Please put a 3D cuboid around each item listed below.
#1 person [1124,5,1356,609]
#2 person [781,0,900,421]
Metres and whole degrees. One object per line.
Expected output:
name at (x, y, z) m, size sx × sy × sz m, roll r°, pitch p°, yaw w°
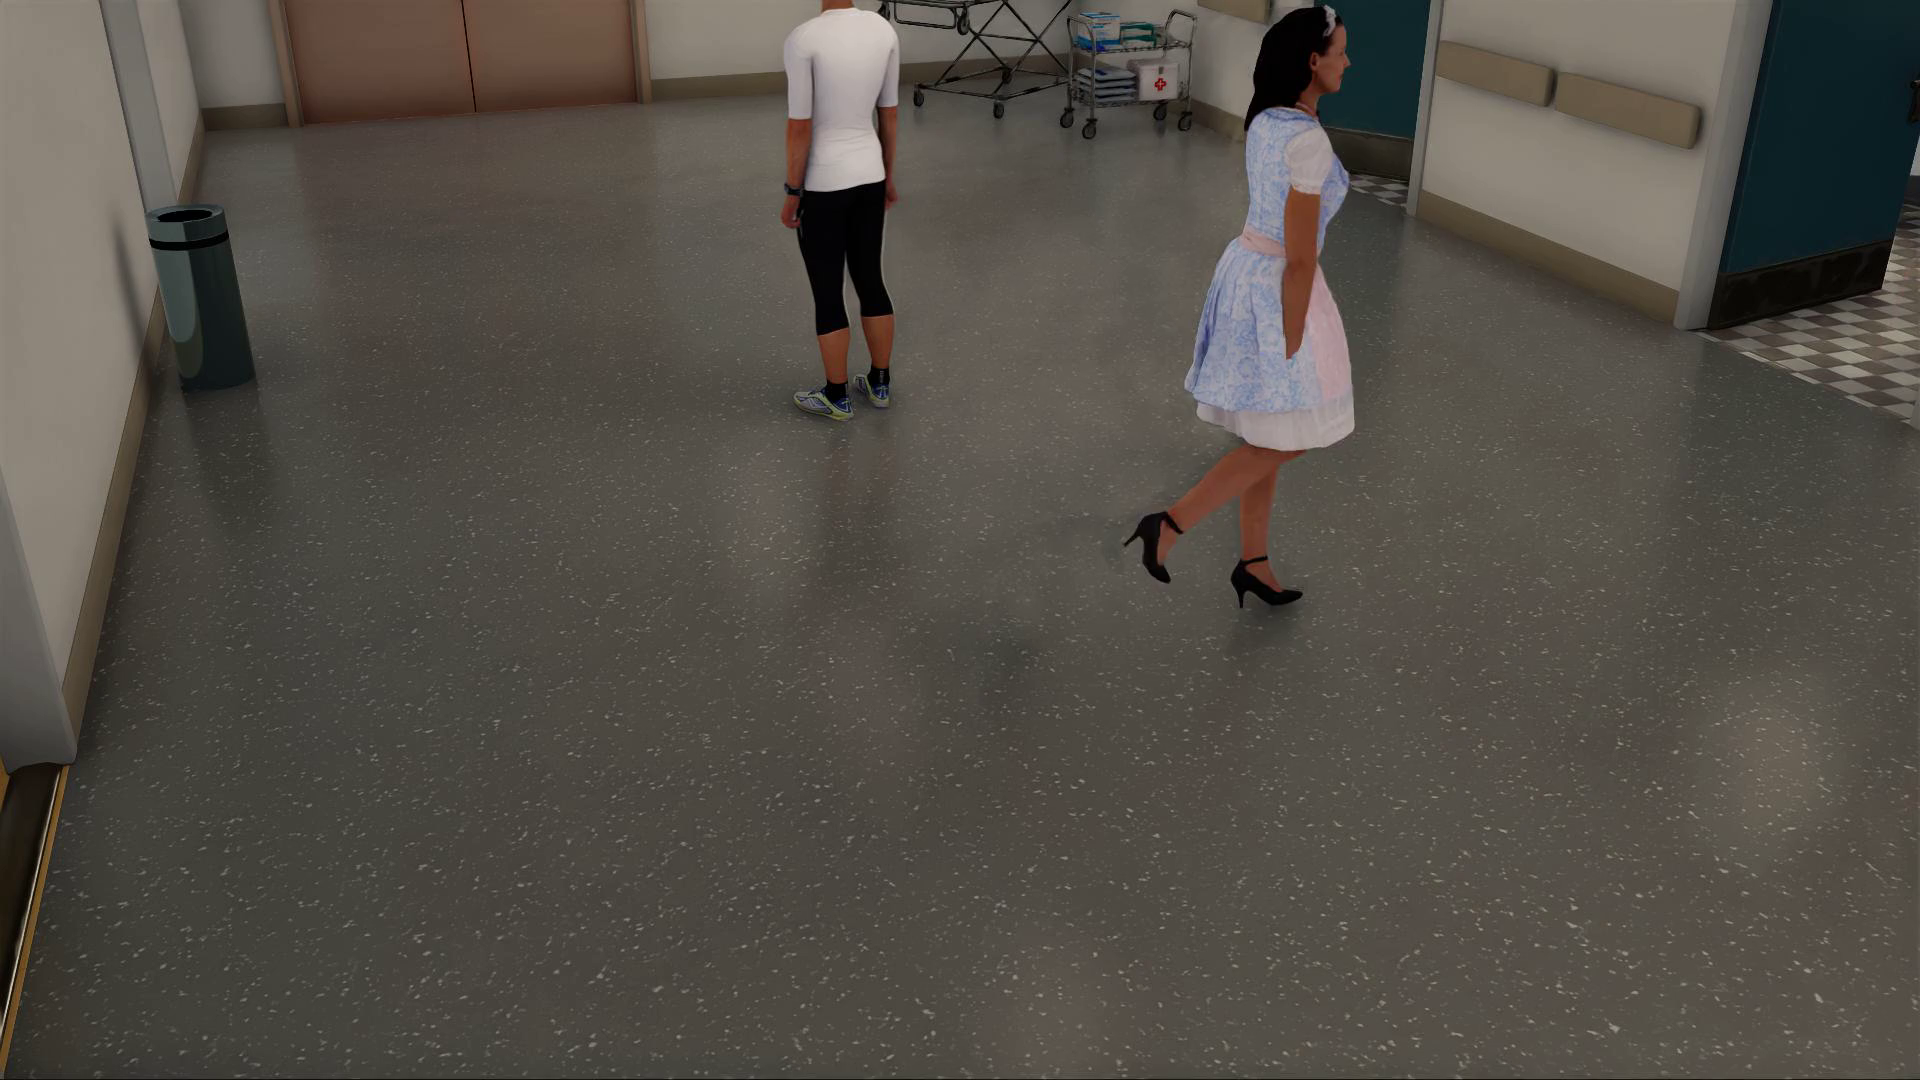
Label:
person at (0.802, -0.584, 4.785) m, size 0.768 × 1.803 × 0.860 m, roll -7°, pitch 27°, yaw -13°
person at (-0.450, -1.378, 6.375) m, size 0.746 × 1.851 × 0.684 m, roll -20°, pitch 32°, yaw -35°
